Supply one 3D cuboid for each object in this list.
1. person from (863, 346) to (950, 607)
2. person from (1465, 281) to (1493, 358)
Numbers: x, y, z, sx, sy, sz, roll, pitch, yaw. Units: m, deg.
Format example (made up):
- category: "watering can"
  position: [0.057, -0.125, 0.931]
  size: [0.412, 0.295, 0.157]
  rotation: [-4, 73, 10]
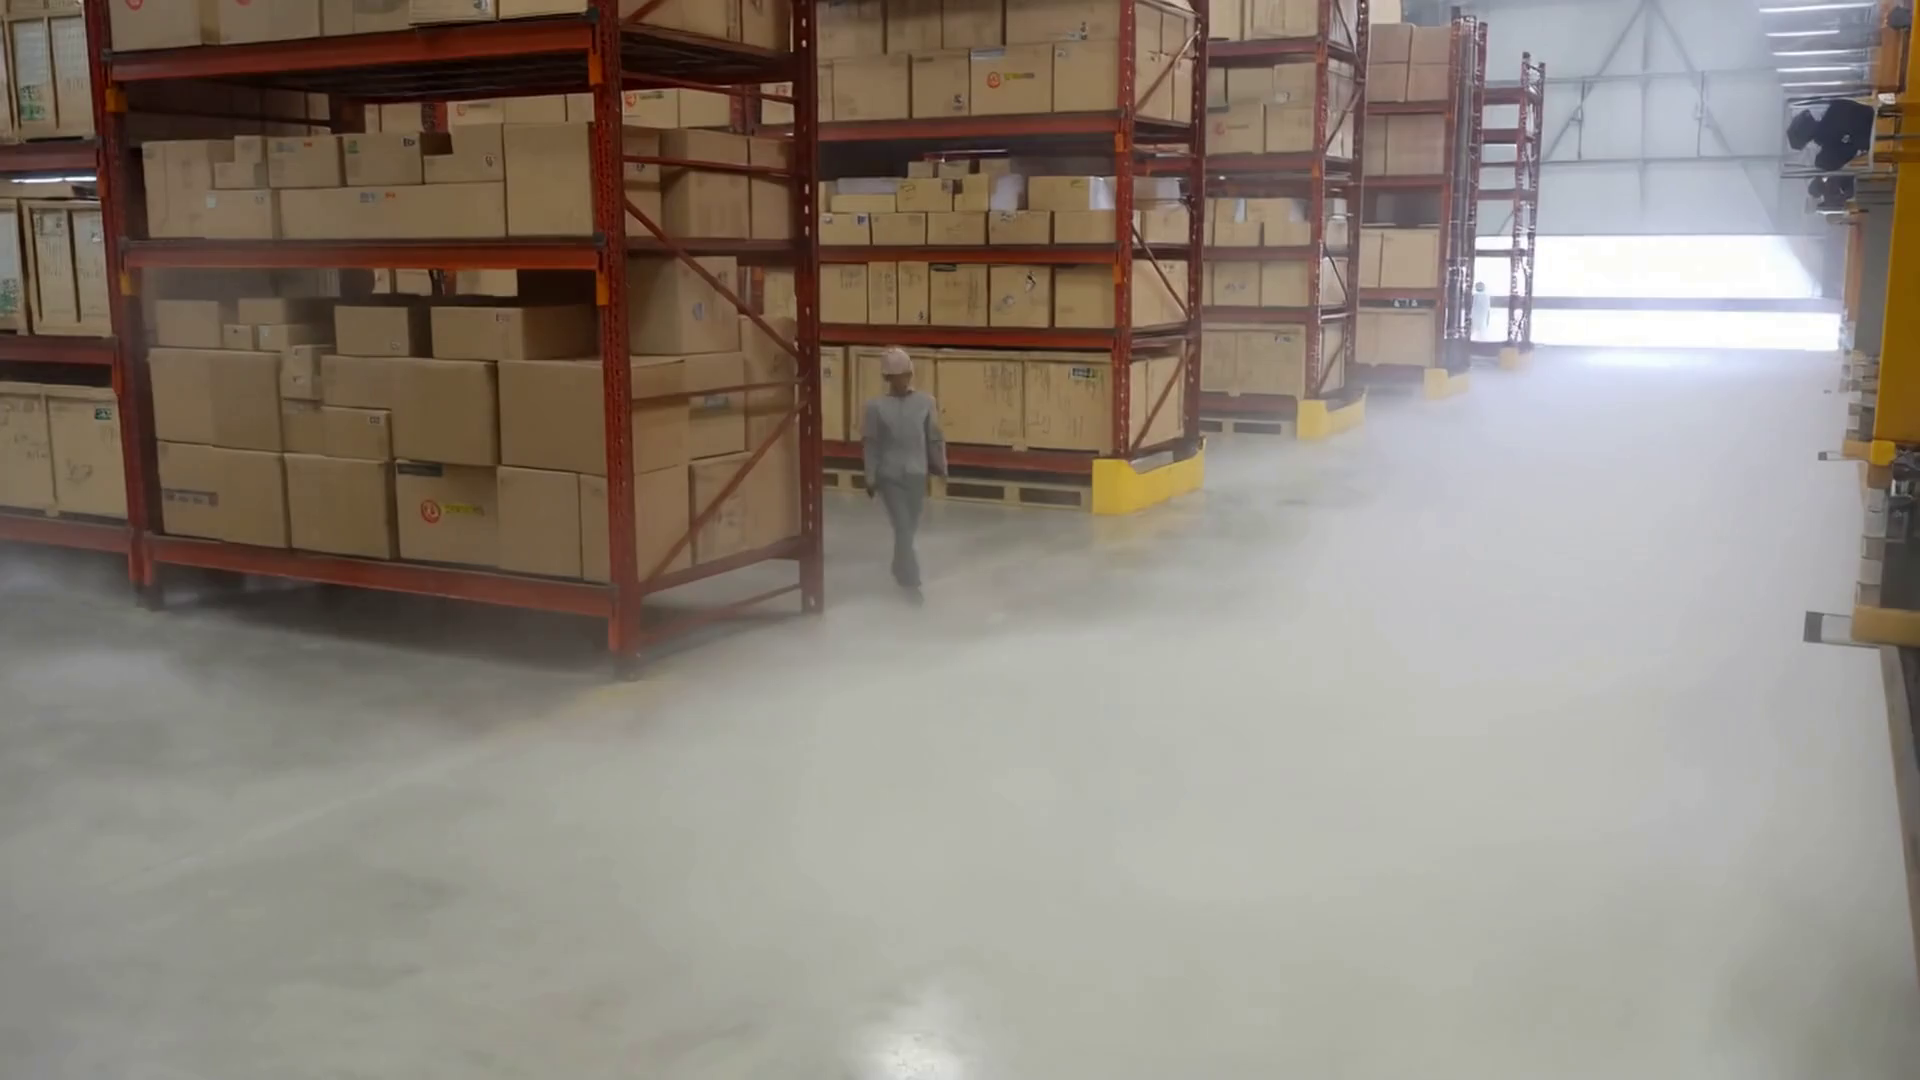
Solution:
- category: "person"
  position: [-0.391, -0.460, 11.285]
  size: [0.565, 1.717, 0.889]
  rotation: [-4, 10, -20]
- category: "person"
  position: [11.606, -4.919, 37.145]
  size: [0.567, 1.704, 0.903]
  rotation: [-8, 12, -37]
